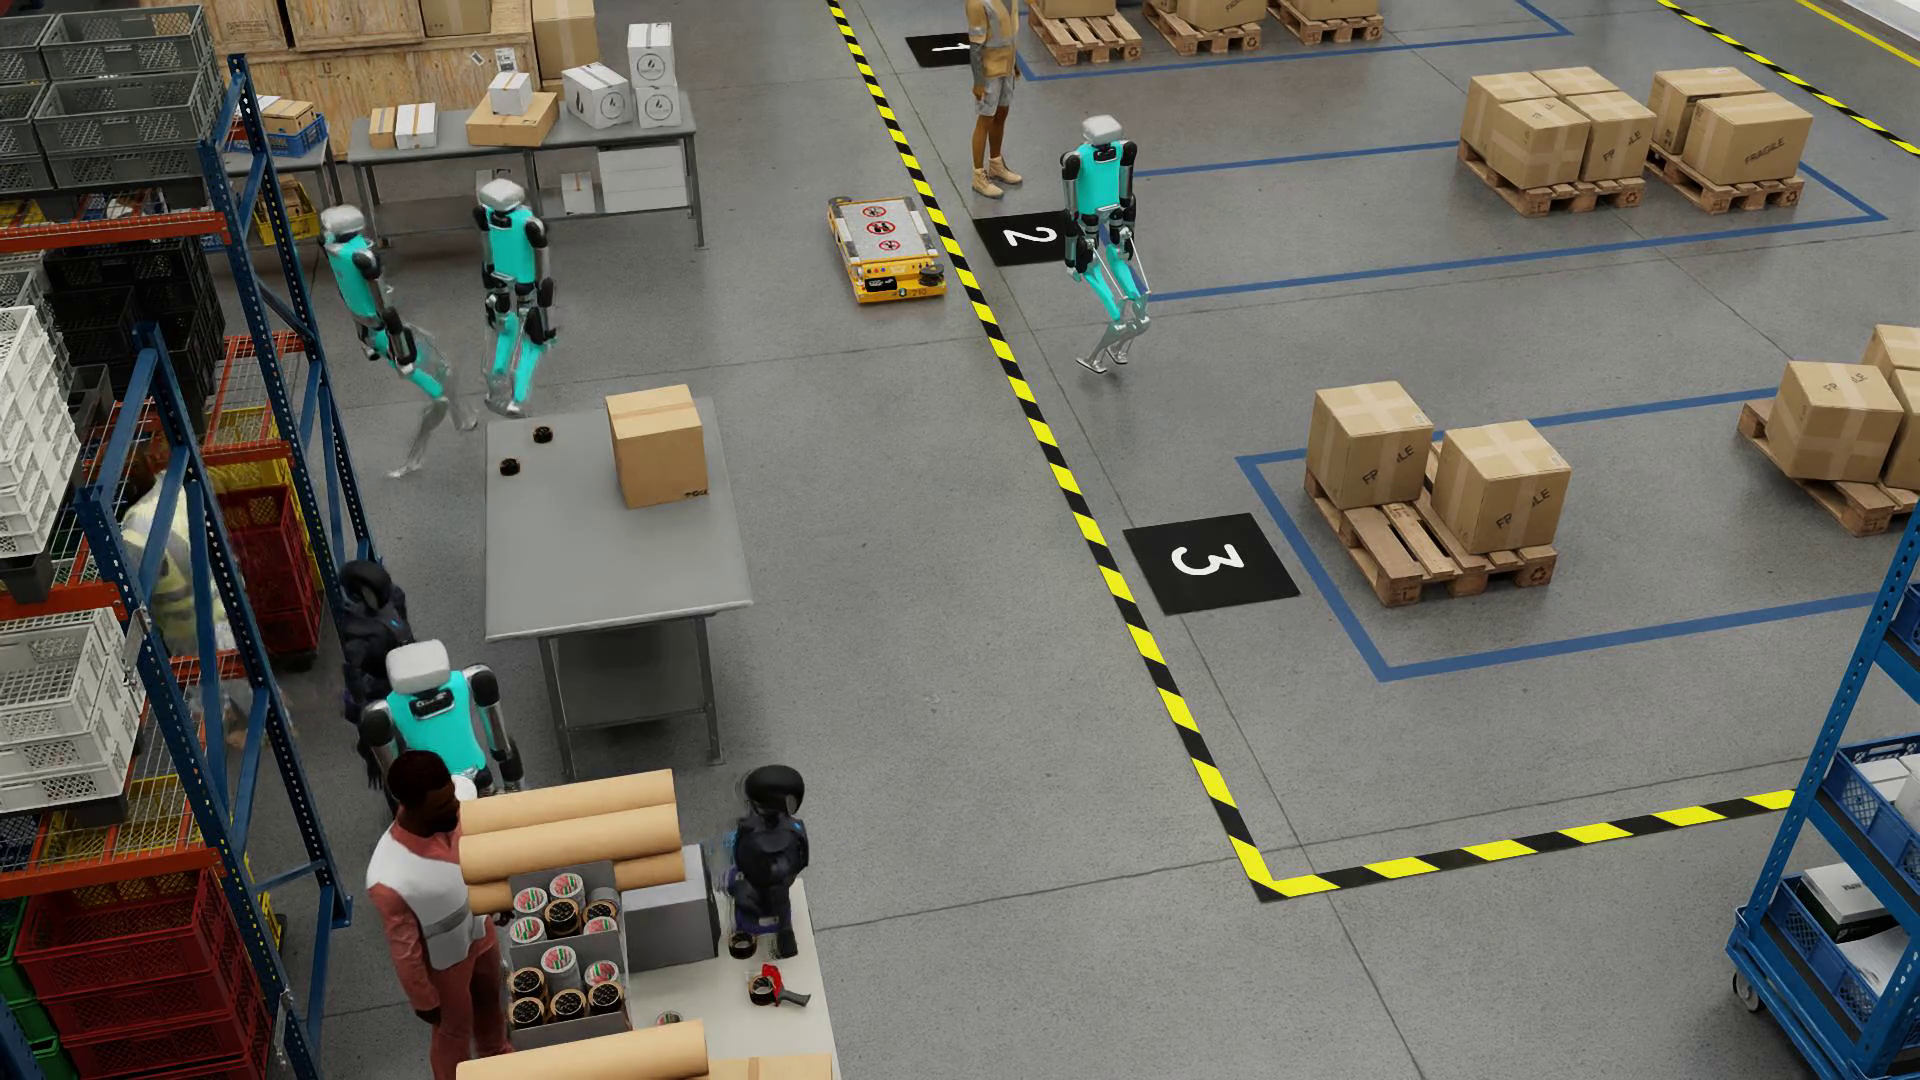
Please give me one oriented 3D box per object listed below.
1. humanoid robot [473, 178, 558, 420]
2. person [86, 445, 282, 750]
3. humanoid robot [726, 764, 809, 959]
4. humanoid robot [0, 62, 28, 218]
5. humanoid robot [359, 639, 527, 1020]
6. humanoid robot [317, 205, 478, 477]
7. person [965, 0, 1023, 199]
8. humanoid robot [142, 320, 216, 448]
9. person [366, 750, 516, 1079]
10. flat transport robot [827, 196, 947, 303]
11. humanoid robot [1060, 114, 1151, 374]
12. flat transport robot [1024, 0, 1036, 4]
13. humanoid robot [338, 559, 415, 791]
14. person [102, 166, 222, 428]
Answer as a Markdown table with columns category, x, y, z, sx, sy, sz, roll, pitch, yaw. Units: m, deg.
| category | x | y | z | sx | sy | sz | roll | pitch | yaw |
| --- | --- | --- | --- | --- | --- | --- | --- | --- | --- |
| humanoid robot | -2.789 | -1.212 | 10.000 | 0.530 | 1.807 | 0.797 | 21 | 41 | 25 |
| person | -3.725 | 0.313 | 7.840 | 0.759 | 1.809 | 0.639 | -5 | 37 | -6 |
| humanoid robot | -0.743 | 1.466 | 6.408 | 0.355 | 1.644 | 0.593 | -9 | 38 | -12 |
| humanoid robot | -6.870 | -2.850 | 12.240 | 0.777 | 1.629 | 0.596 | -18 | 40 | -22 |
| humanoid robot | -1.907 | 1.256 | 6.621 | 0.549 | 1.753 | 0.786 | -19 | 41 | -24 |
| humanoid robot | -3.278 | -1.259 | 10.088 | 0.548 | 1.819 | 0.860 | 29 | 46 | 33 |
| person | 0.301 | -3.710 | 13.056 | 0.373 | 2.040 | 0.613 | 21 | 42 | 26 |
| humanoid robot | -4.569 | -0.831 | 9.484 | 0.397 | 1.646 | 0.599 | 0 | 37 | 0 |
| person | -1.896 | 1.485 | 6.186 | 0.381 | 1.910 | 0.590 | 10 | 38 | 13 |
| flat transport robot | -0.570 | -2.220 | 12.538 | 0.659 | 0.231 | 1.431 | -8 | 37 | -10 |
| humanoid robot | 0.994 | -1.819 | 10.653 | 0.533 | 1.681 | 0.735 | -18 | 40 | -22 |
| flat transport robot | 1.311 | -5.848 | 17.391 | 1.431 | 0.197 | 0.652 | -8 | 37 | -10 |
| humanoid robot | -2.497 | 0.754 | 7.355 | 0.317 | 1.648 | 0.616 | 5 | 37 | 6 |
| person | -4.942 | -1.479 | 10.234 | 0.505 | 1.836 | 0.332 | 30 | 46 | 34 |
